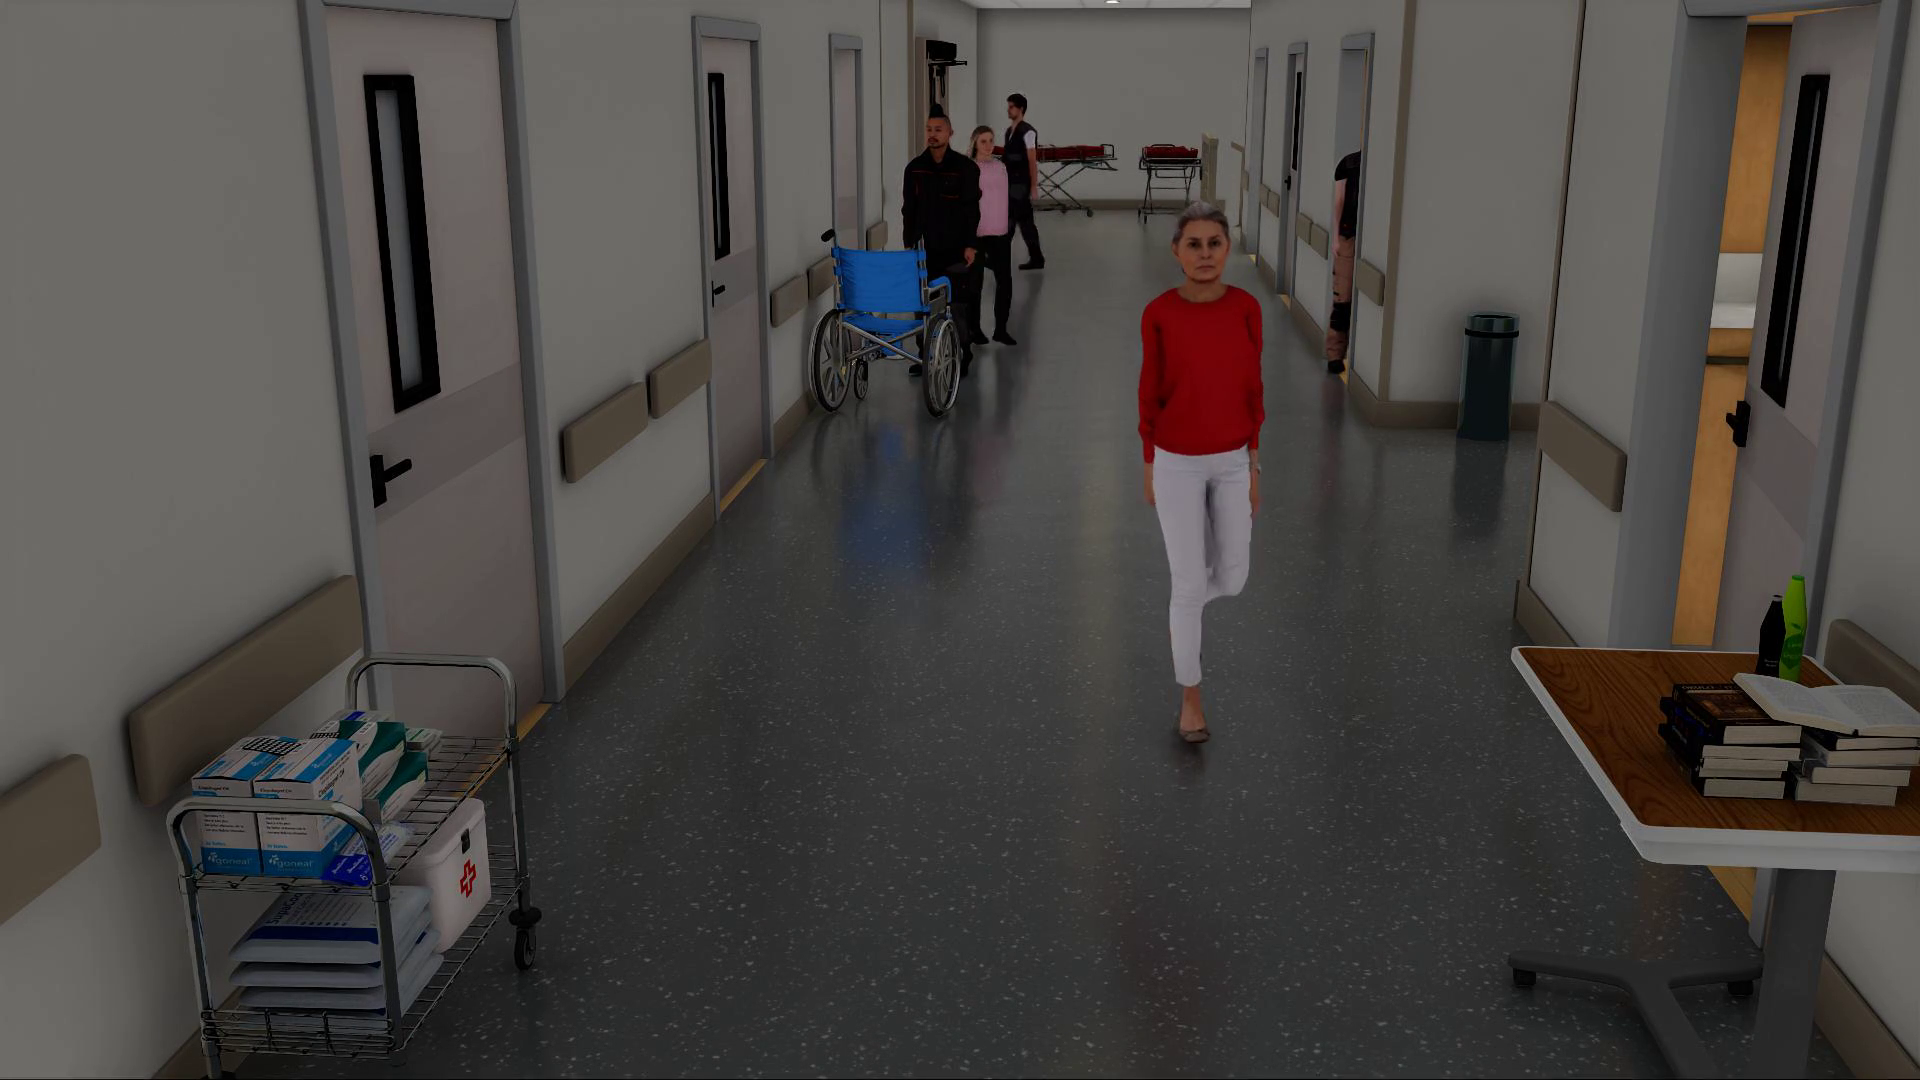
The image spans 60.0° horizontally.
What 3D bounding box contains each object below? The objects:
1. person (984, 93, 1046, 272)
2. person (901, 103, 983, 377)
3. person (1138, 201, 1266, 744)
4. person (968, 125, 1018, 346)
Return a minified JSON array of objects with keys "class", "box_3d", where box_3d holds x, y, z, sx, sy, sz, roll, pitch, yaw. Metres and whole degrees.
[{"class":"person","box_3d":[0.694,-3.694,17.388,1.110,1.811,1.171,-8,18,-26]},{"class":"person","box_3d":[-0.120,-2.072,11.543,0.808,1.862,0.705,6,17,19]},{"class":"person","box_3d":[0.759,-0.224,5.326,0.654,1.679,0.922,-2,16,-6]},{"class":"person","box_3d":[0.141,-2.343,12.858,0.788,1.669,0.866,-8,17,-25]}]
